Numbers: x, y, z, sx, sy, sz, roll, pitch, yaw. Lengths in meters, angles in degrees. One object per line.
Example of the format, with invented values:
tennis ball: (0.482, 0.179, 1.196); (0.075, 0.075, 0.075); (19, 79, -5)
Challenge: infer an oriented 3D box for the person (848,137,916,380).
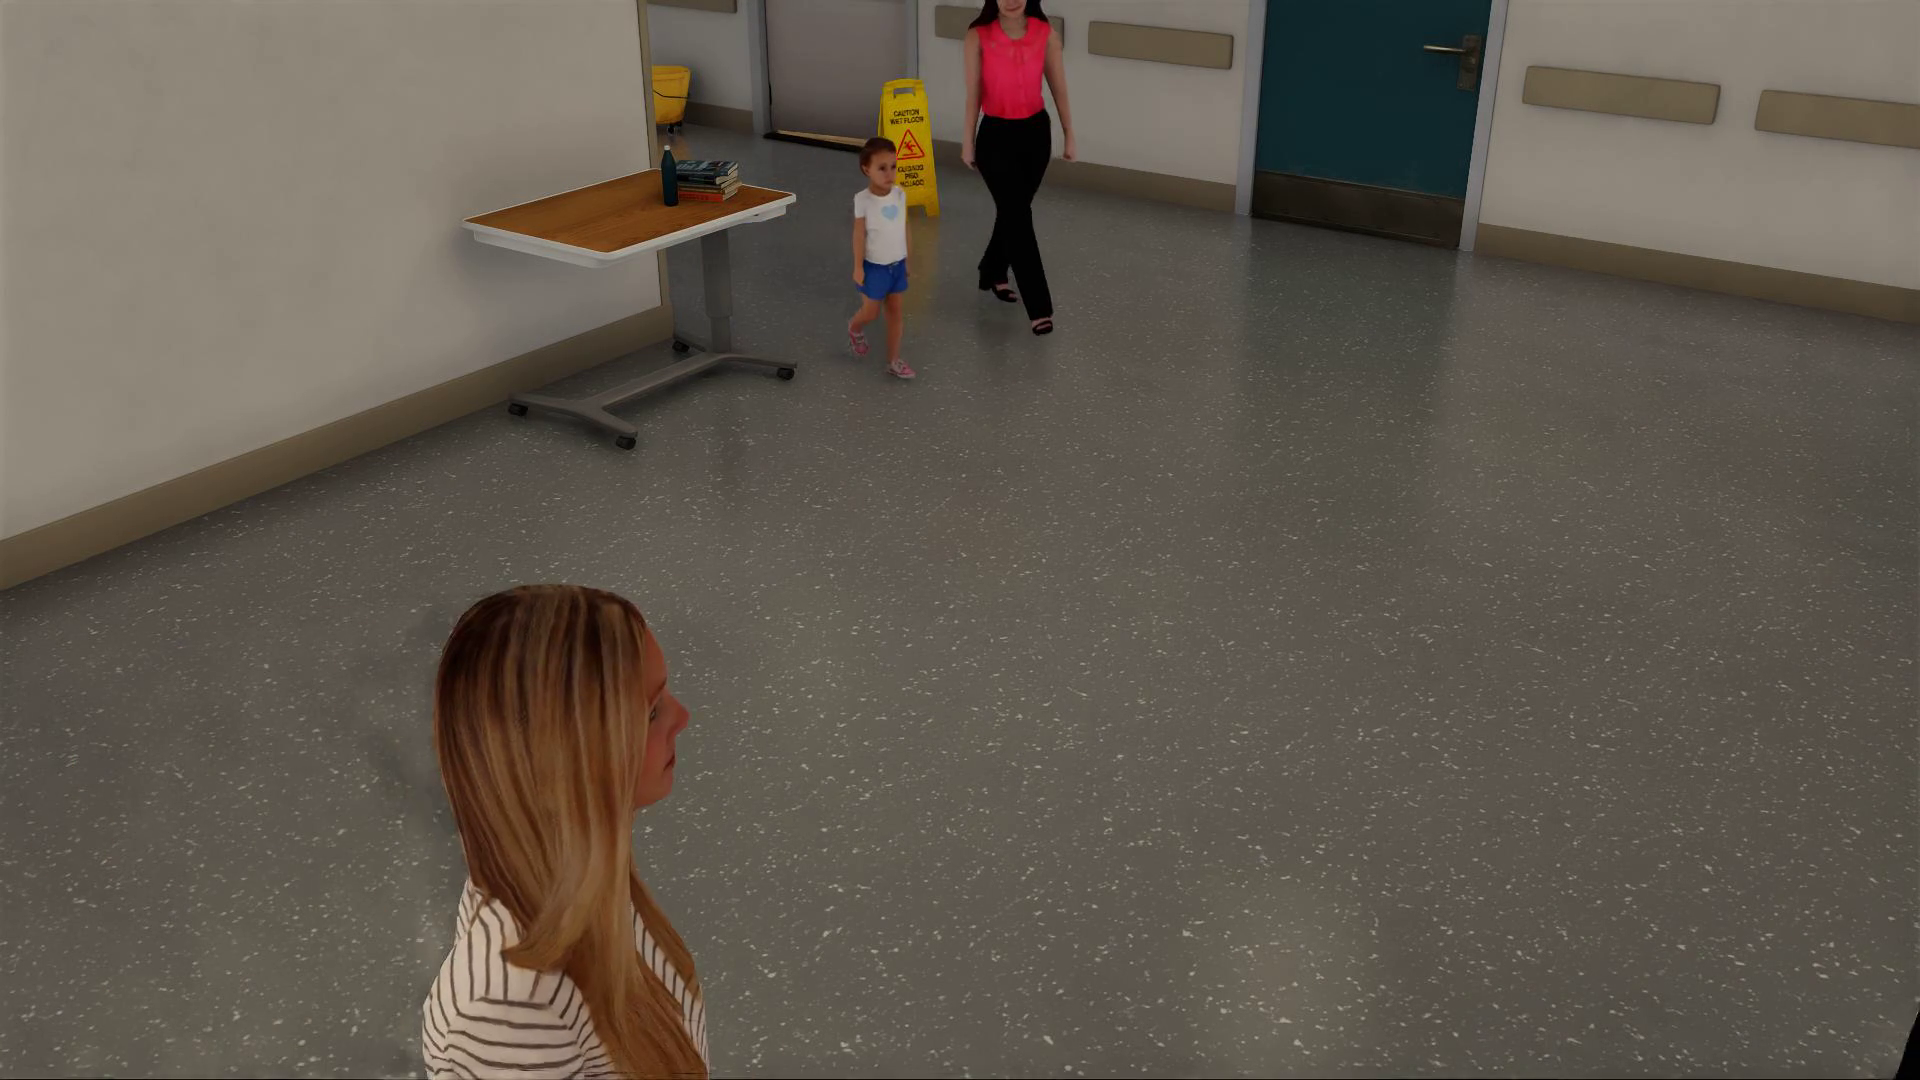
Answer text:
person: (-0.349, -1.198, 7.042); (0.563, 1.011, 0.712); (-16, 30, -30)

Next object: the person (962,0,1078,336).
person: (0.209, -1.759, 7.510); (1.024, 1.614, 1.187); (-11, 28, -21)
